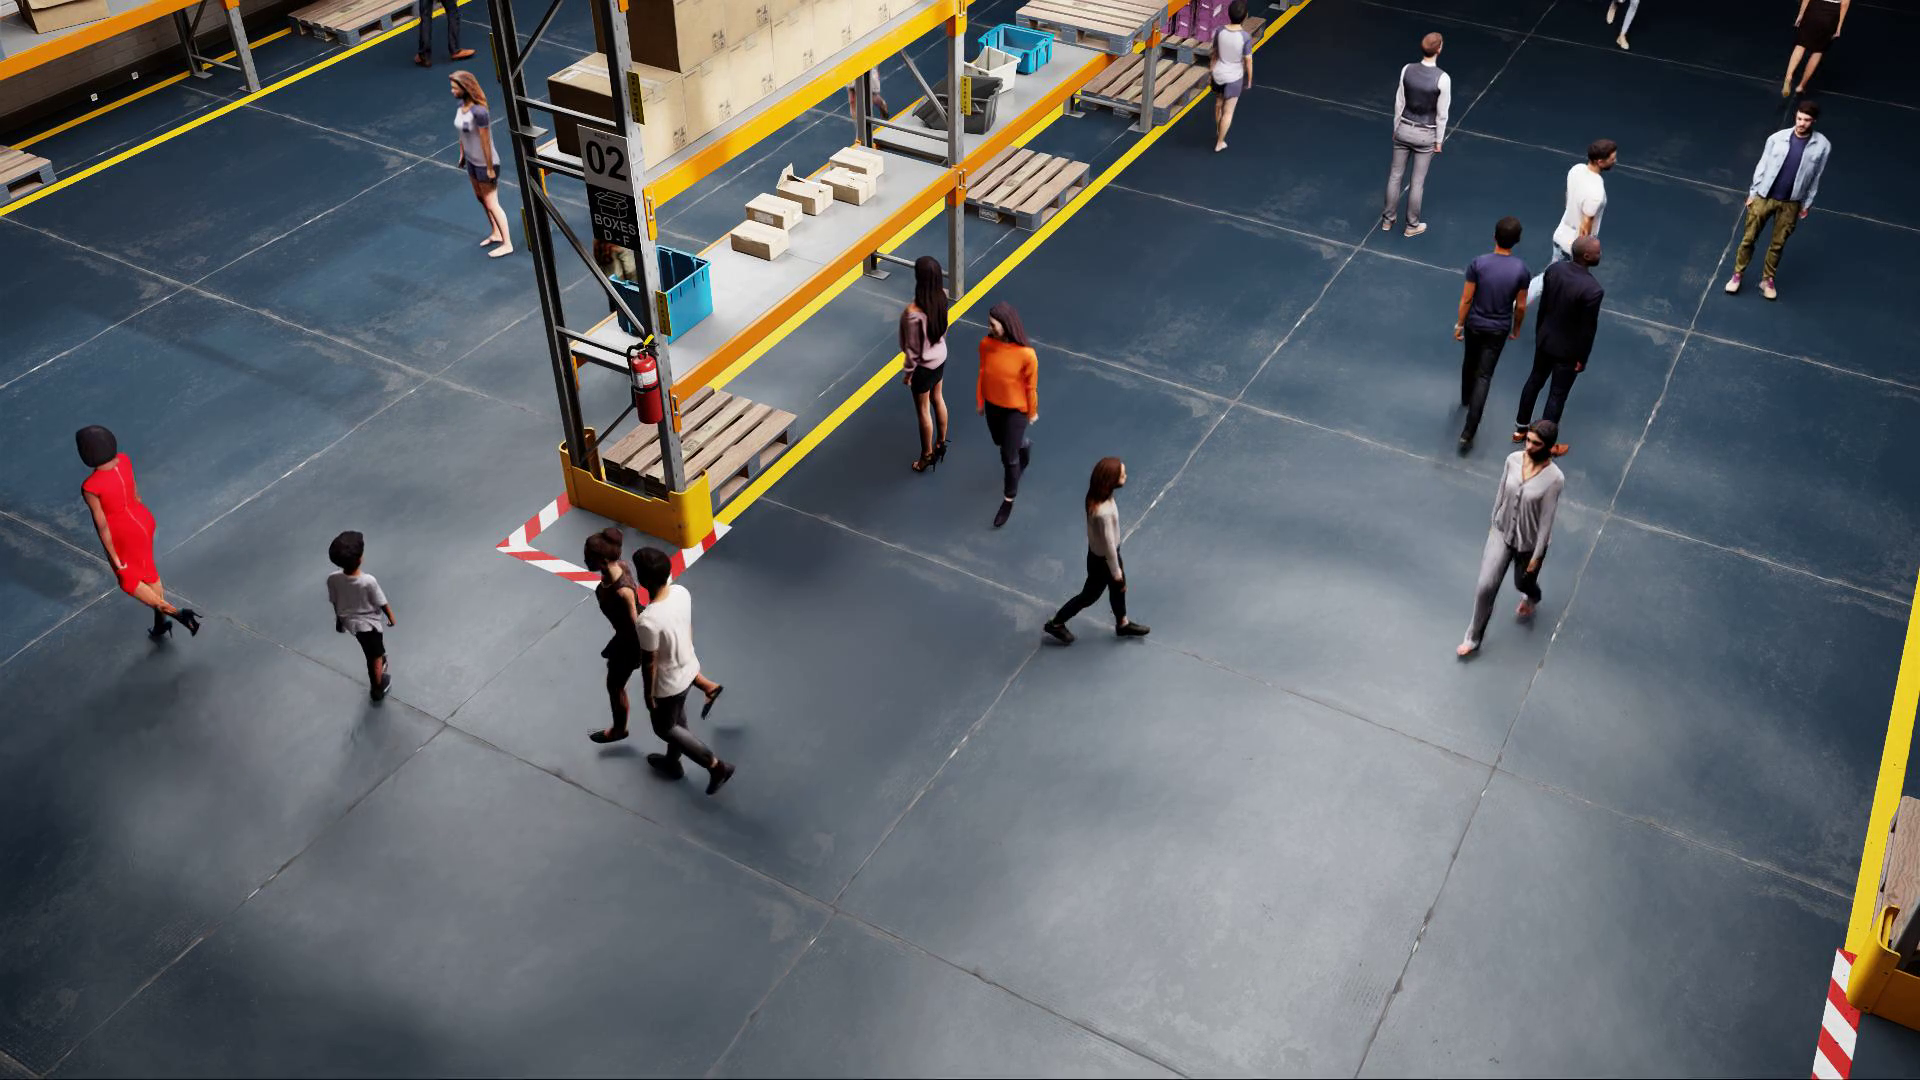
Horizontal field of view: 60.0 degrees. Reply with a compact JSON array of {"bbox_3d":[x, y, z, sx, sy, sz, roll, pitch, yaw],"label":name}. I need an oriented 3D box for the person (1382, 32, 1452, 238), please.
[{"bbox_3d":[4.208,-3.745,15.330,0.680,1.938,0.602,25,45,28],"label":"person"}]

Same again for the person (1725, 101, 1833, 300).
[{"bbox_3d":[7.140,-2.977,14.473,0.695,1.808,0.601,13,40,16],"label":"person"}]

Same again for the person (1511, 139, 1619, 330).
[{"bbox_3d":[5.034,-2.482,13.837,1.115,1.829,1.081,-7,39,-9],"label":"person"}]

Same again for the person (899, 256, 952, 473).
[{"bbox_3d":[-0.236,-1.301,12.371,0.695,1.812,0.494,25,45,27],"label":"person"}]

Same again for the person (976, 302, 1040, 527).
[{"bbox_3d":[0.377,-1.000,12.072,0.662,1.714,1.077,21,43,25],"label":"person"}]

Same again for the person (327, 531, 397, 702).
[{"bbox_3d":[-3.809,0.529,10.533,0.617,1.247,0.698,3,39,4],"label":"person"}]

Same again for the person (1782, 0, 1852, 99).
[{"bbox_3d":[9.098,-5.466,17.643,0.700,1.741,0.913,27,46,30],"label":"person"}]

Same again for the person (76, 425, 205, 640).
[{"bbox_3d":[-5.324,0.007,10.799,0.723,1.731,0.793,12,40,15],"label":"person"}]

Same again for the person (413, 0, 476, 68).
[{"bbox_3d":[-5.899,-6.160,18.489,0.844,1.770,0.849,10,40,12],"label":"person"}]

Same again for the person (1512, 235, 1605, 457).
[{"bbox_3d":[4.528,-1.471,12.580,0.808,1.818,0.787,-17,42,-20],"label":"person"}]

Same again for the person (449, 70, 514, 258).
[{"bbox_3d":[-4.322,-3.450,15.140,0.673,1.715,0.691,-27,46,-30],"label":"person"}]

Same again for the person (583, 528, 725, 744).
[{"bbox_3d":[-1.906,0.578,10.160,1.113,1.635,1.032,-12,40,-14],"label":"person"}]

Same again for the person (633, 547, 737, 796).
[{"bbox_3d":[-1.653,0.811,9.817,0.796,1.699,0.885,9,40,11],"label":"person"}]

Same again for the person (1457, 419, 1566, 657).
[{"bbox_3d":[3.711,-0.046,10.860,0.770,1.738,1.123,31,48,33],"label":"person"}]

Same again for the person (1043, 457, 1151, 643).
[{"bbox_3d":[0.873,0.114,10.881,0.851,1.461,0.960,3,39,4],"label":"person"}]

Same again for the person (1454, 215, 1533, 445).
[{"bbox_3d":[4.031,-1.567,12.761,0.795,1.742,1.216,12,40,15],"label":"person"}]

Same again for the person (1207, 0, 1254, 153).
[{"bbox_3d":[2.681,-4.667,16.799,0.610,1.547,0.675,24,44,27],"label":"person"}]
